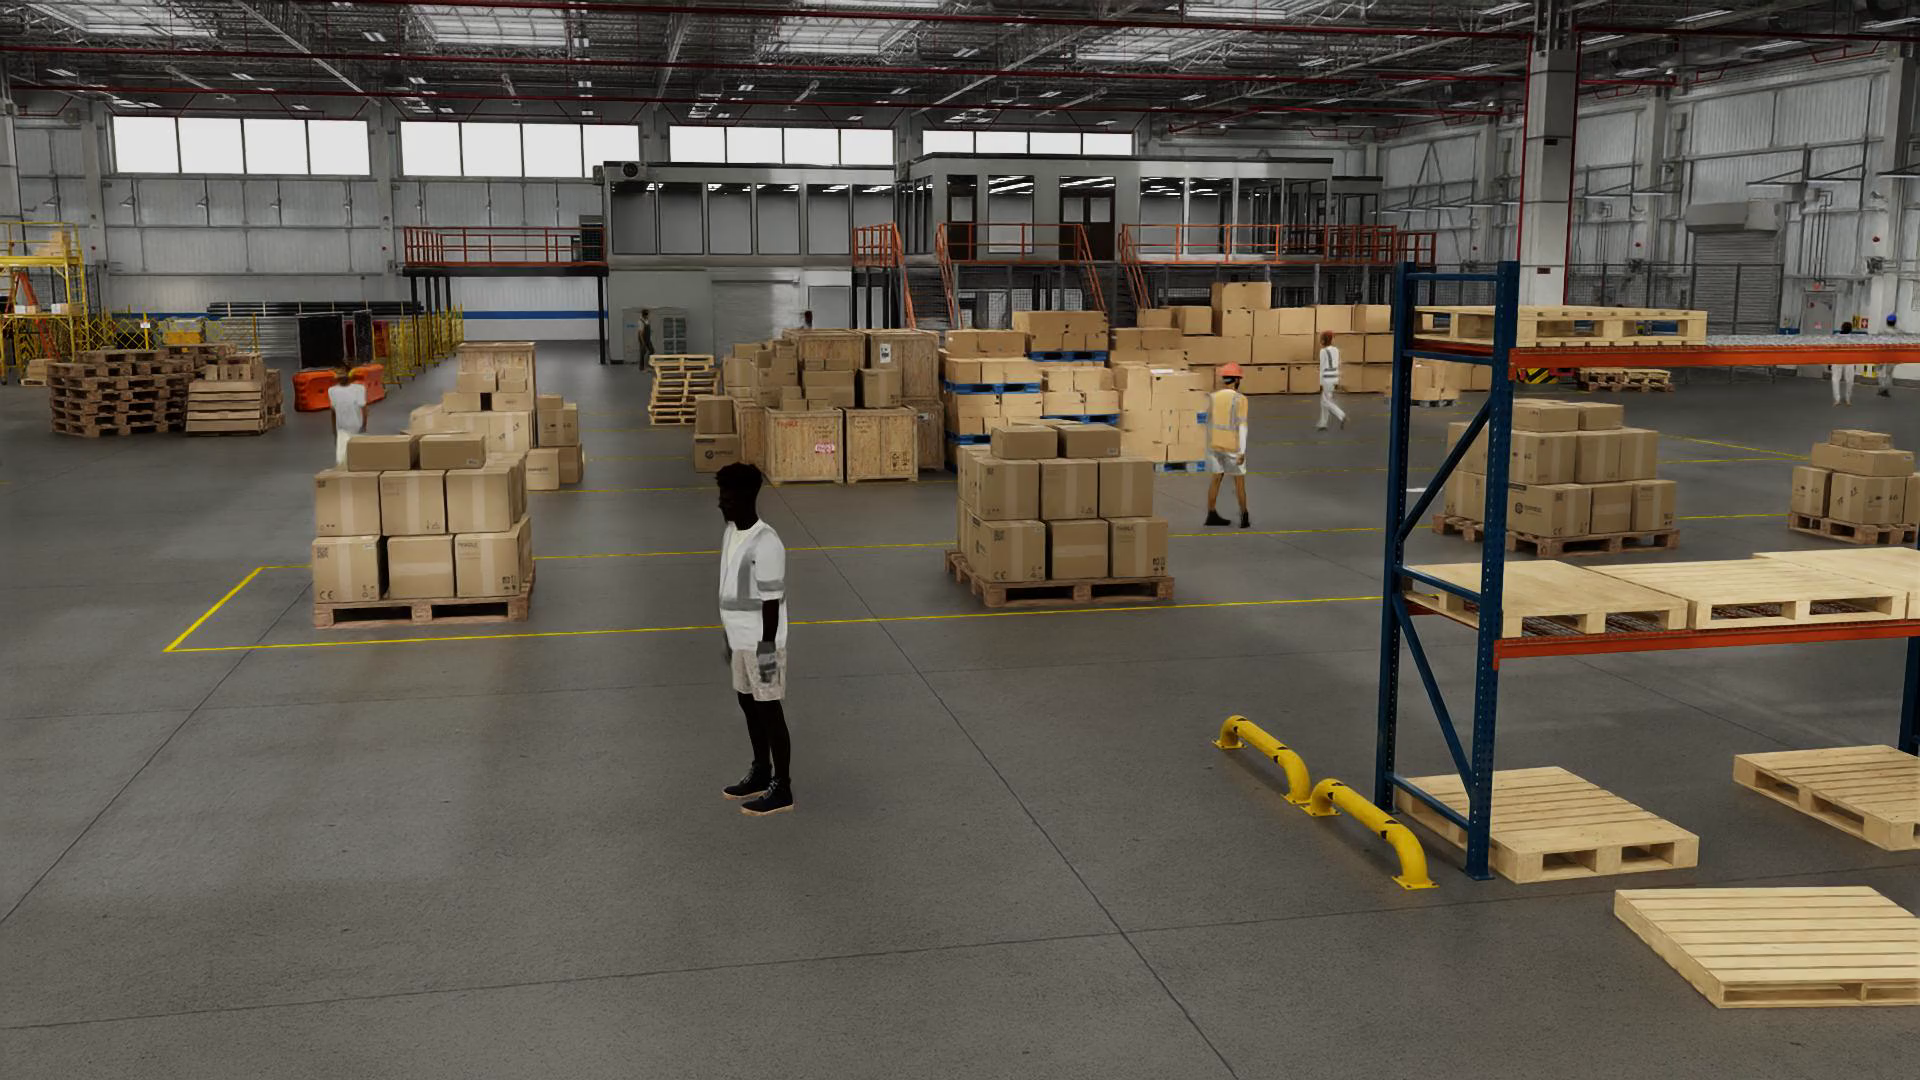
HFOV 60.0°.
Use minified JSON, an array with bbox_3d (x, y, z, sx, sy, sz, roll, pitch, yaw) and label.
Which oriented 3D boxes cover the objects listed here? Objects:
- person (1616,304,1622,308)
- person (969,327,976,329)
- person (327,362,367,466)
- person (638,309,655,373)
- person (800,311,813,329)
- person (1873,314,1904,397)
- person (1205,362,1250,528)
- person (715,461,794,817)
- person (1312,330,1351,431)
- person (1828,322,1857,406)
[{"bbox_3d":[21.008,-6.615,53.112,0.630,1.840,0.429,7,12,36],"label":"person"},{"bbox_3d":[0.249,-3.831,36.593,0.920,1.692,0.505,5,11,27],"label":"person"},{"bbox_3d":[-7.803,-1.362,21.199,0.503,1.807,1.011,-1,9,-6],"label":"person"},{"bbox_3d":[-8.845,-5.624,47.112,0.699,1.819,0.527,5,10,26],"label":"person"},{"bbox_3d":[-4.032,-5.086,43.725,1.015,1.872,0.611,4,10,25],"label":"person"},{"bbox_3d":[21.483,-4.266,38.522,0.637,1.923,0.457,1,9,5],"label":"person"},{"bbox_3d":[3.112,-1.090,19.202,0.544,1.919,0.434,8,12,39],"label":"person"},{"bbox_3d":[-1.150,0.538,9.187,0.386,1.950,0.606,-5,11,-28],"label":"person"},{"bbox_3d":[6.806,-2.891,30.368,0.743,1.865,0.588,8,12,40],"label":"person"},{"bbox_3d":[19.155,-3.802,36.046,0.633,1.815,0.788,3,10,18],"label":"person"}]
